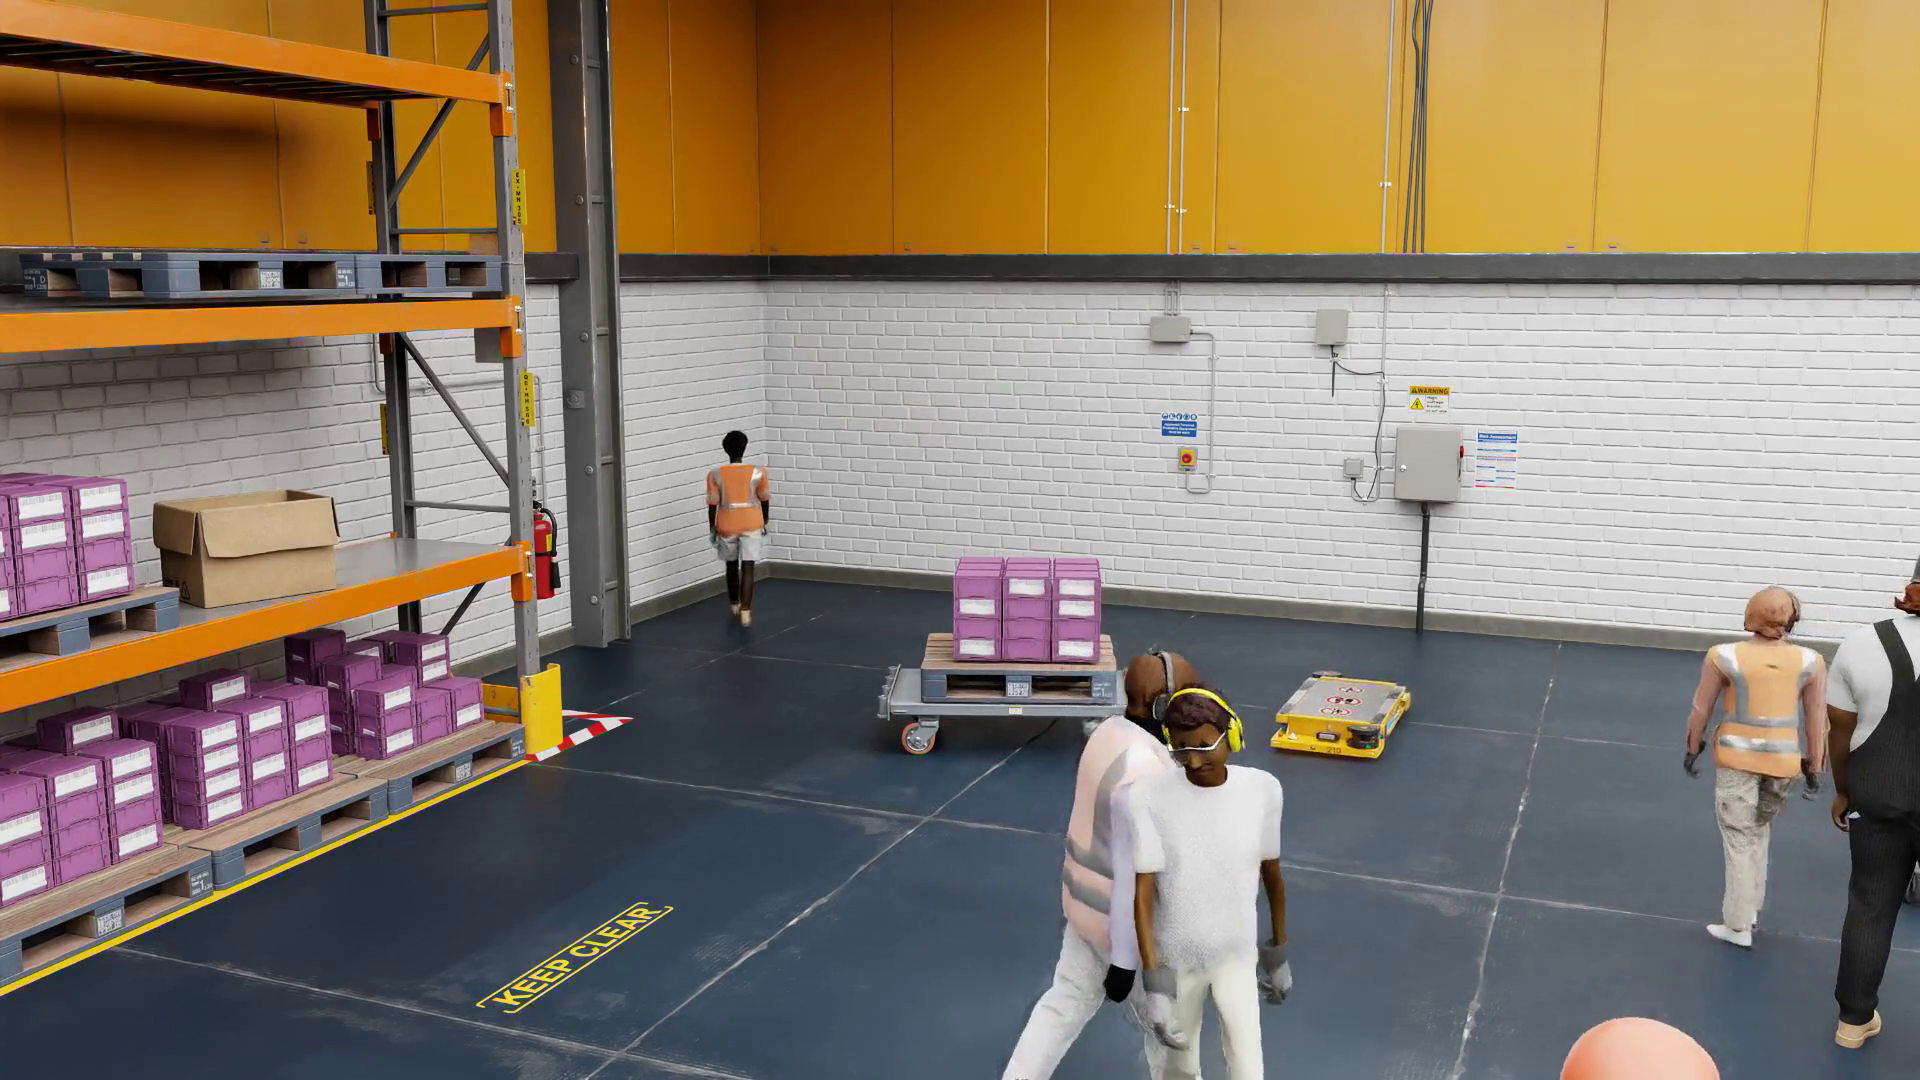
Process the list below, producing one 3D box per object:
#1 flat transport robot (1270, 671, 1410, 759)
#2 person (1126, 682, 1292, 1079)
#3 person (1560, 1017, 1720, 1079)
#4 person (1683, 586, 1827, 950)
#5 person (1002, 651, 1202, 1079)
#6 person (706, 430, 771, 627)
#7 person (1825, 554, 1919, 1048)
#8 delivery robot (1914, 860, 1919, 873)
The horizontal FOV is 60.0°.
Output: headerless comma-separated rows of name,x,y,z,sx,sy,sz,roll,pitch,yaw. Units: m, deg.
flat transport robot,2.505,1.120,10.847,0.652,0.197,1.431,4,10,23
person,0.774,1.309,5.080,0.541,1.803,0.968,0,9,-2
person,1.041,1.637,2.579,0.621,1.972,0.770,6,11,34
person,3.546,1.006,7.461,0.538,1.618,0.490,0,9,3
person,0.496,1.251,5.506,0.927,1.794,0.641,-2,9,-9
person,-1.873,-0.107,14.135,0.539,1.657,0.835,0,9,-2
person,3.690,0.982,6.332,0.535,2.000,0.687,-8,12,-41
delivery robot,4.745,1.443,7.750,0.477,0.478,0.707,-7,11,-35
